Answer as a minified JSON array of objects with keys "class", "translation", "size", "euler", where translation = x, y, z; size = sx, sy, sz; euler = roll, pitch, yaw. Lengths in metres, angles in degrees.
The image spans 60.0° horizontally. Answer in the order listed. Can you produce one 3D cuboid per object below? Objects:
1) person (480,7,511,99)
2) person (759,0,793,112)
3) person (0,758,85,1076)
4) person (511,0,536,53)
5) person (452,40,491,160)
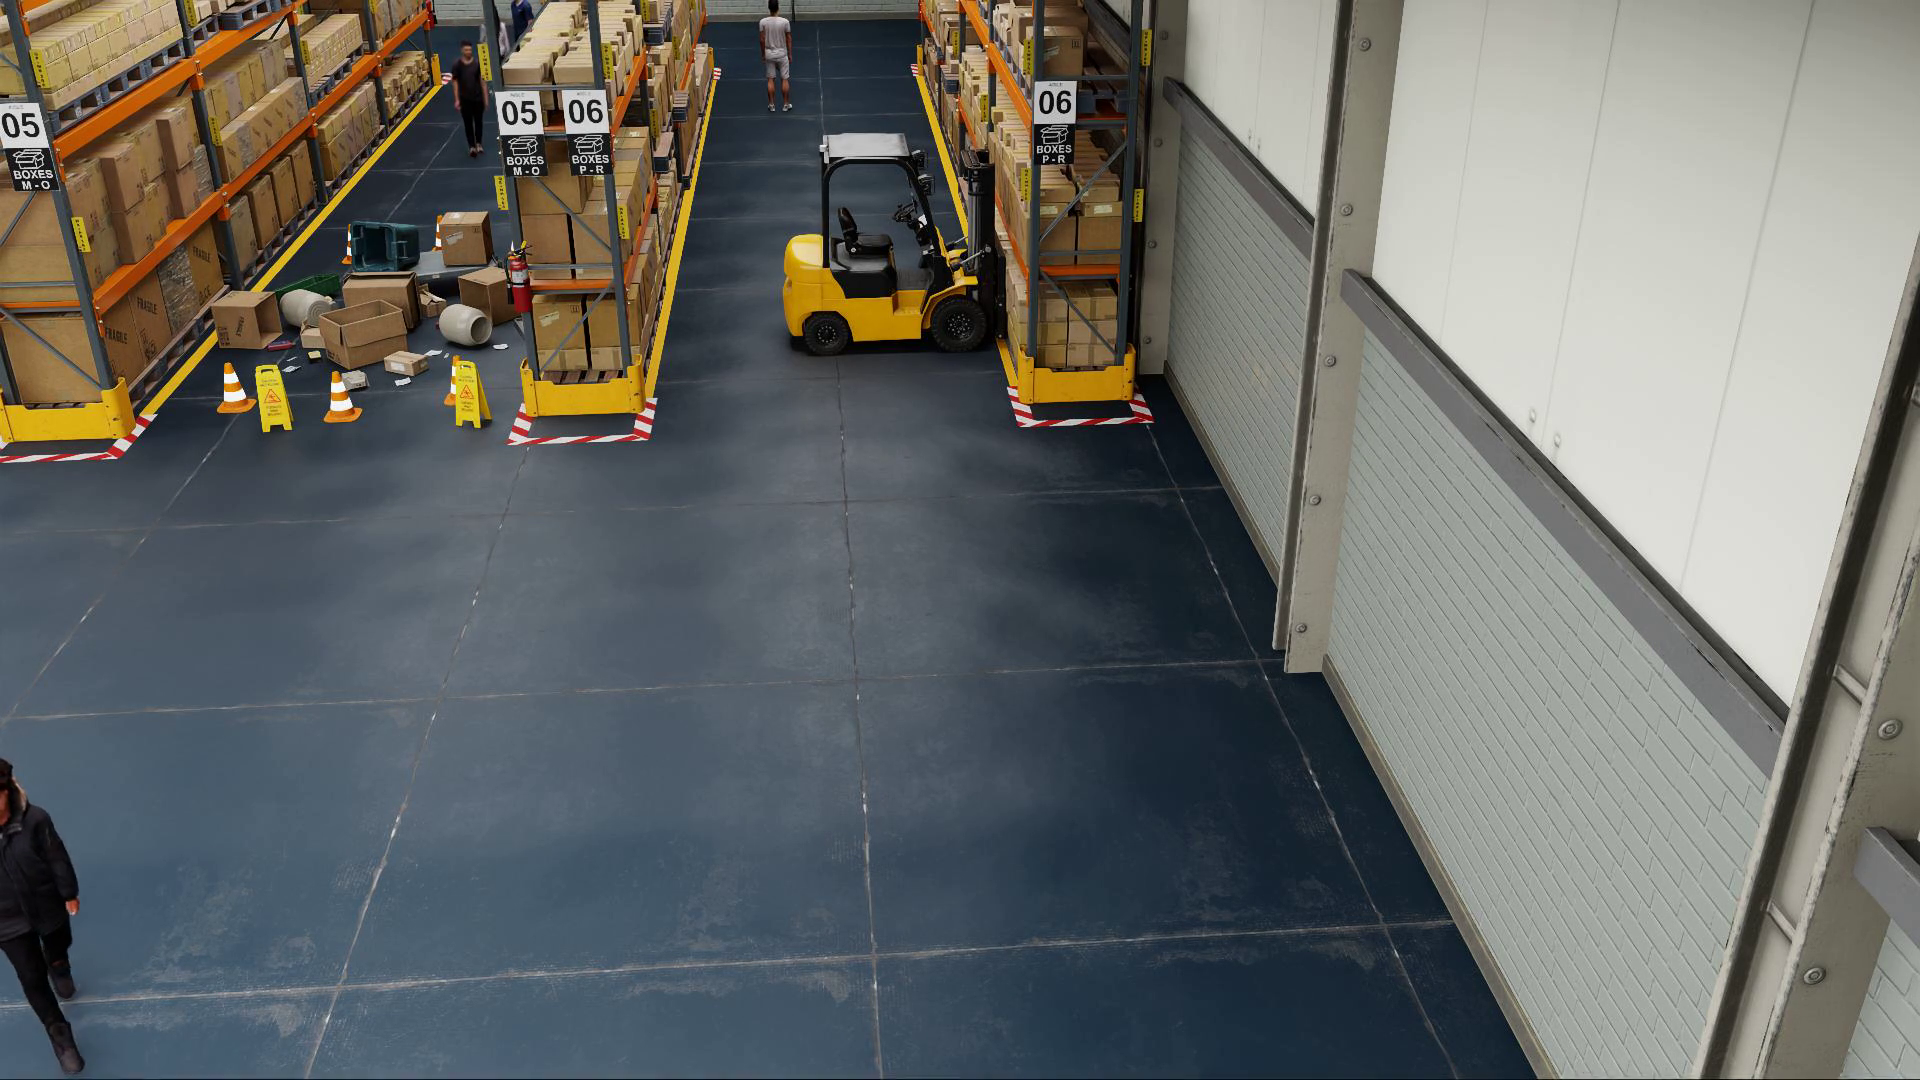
[{"class":"person","translation":[-7.889,-8.244,28.385],"size":[0.961,1.661,1.107],"euler":[-21,34,-35]},{"class":"person","translation":[-3.106,-8.195,28.077],"size":[0.689,1.855,0.559],"euler":[-1,27,-2]},{"class":"person","translation":[-4.877,1.858,8.672],"size":[1.044,1.747,1.229],"euler":[-21,34,-34]},{"class":"person","translation":[-7.691,-8.862,29.356],"size":[0.722,1.871,0.794],"euler":[23,35,37]},{"class":"person","translation":[-7.453,-6.725,25.371],"size":[0.883,1.719,1.185],"euler":[-10,29,-19]}]
